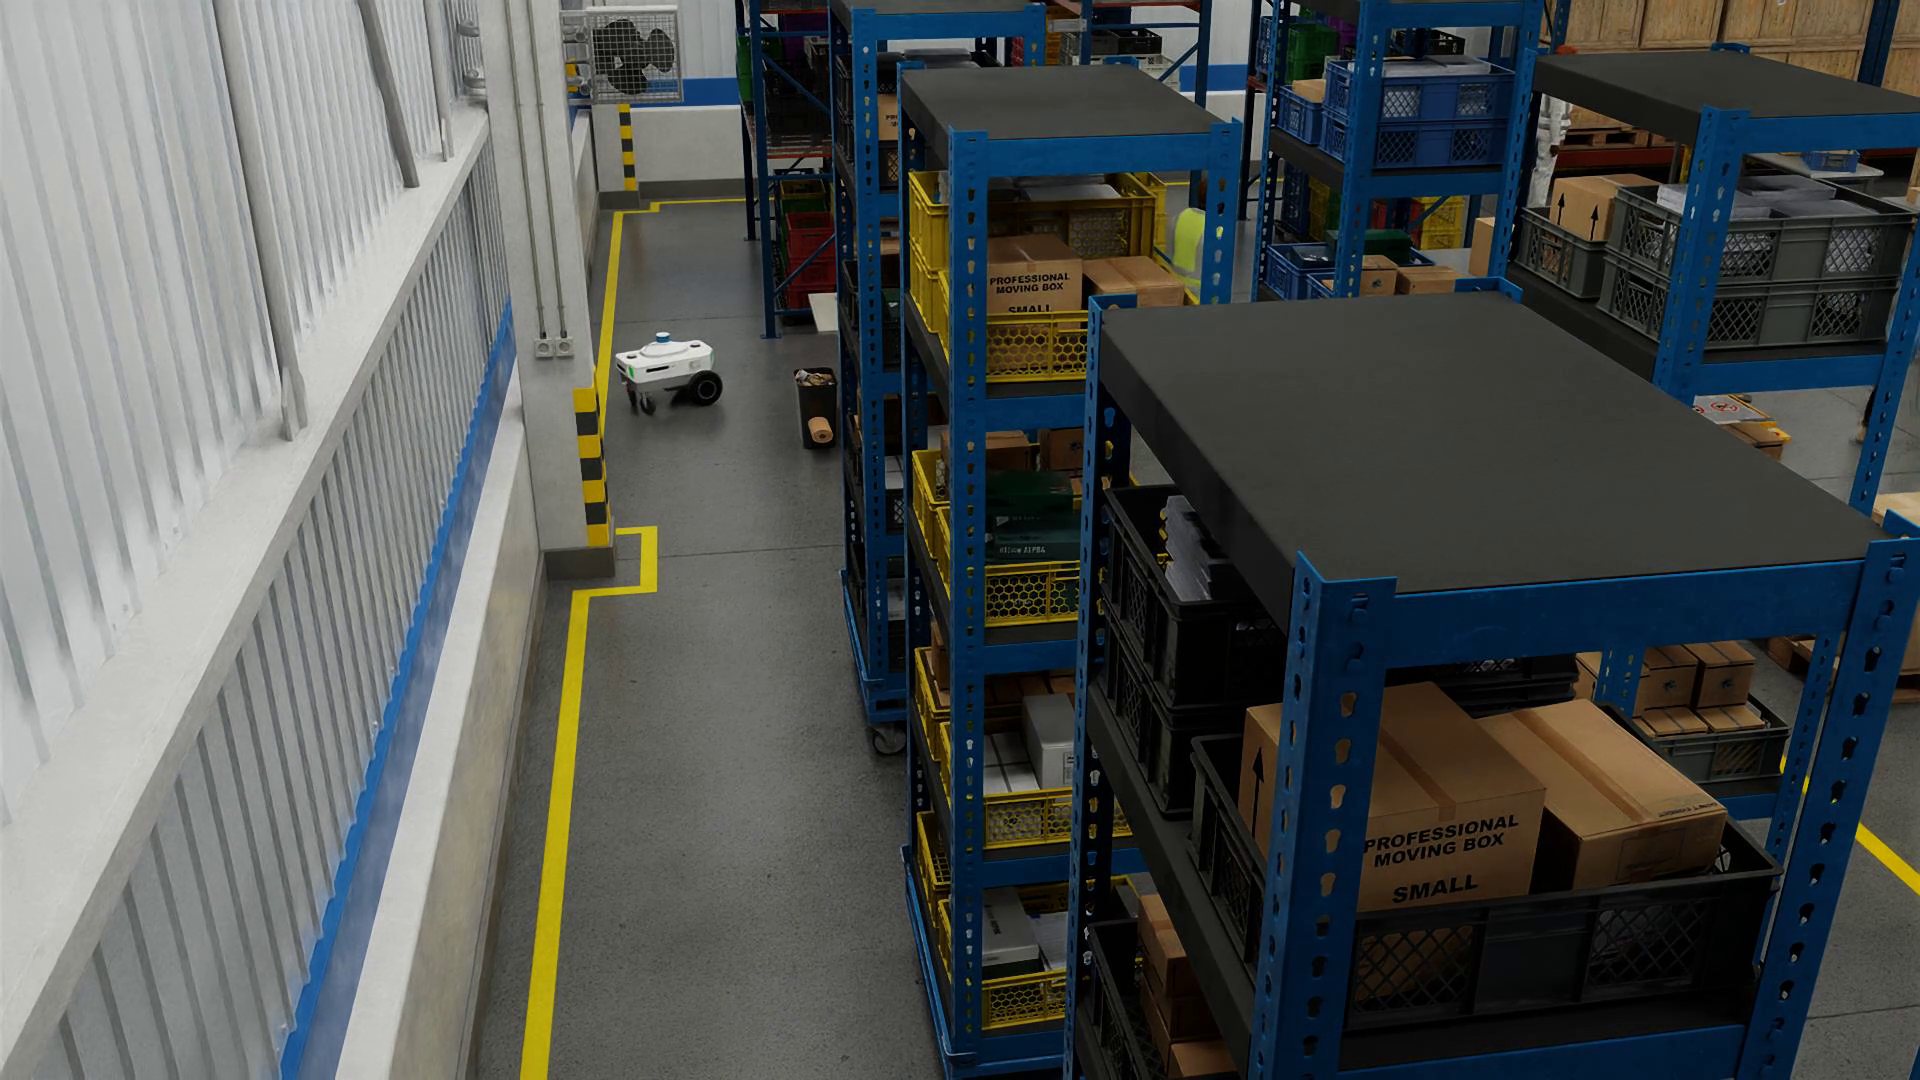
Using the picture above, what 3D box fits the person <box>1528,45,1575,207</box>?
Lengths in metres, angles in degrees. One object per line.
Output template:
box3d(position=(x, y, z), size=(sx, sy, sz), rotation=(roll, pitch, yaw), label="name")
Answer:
box3d(position=(6.284, -4.276, 17.646), size=(0.356, 1.884, 0.574), rotation=(5, 25, 10), label="person")

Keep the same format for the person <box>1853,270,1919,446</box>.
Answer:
box3d(position=(6.877, -1.448, 11.765), size=(0.850, 1.643, 0.538), rotation=(-7, 26, -14), label="person")

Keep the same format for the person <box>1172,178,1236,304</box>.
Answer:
box3d(position=(1.778, -1.761, 12.248), size=(0.431, 1.835, 0.641), rotation=(-13, 28, -27), label="person")

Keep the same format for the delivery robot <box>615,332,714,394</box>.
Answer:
box3d(position=(-2.264, -1.350, 12.754), size=(0.707, 0.478, 0.477), rotation=(-14, 28, -28), label="delivery robot")

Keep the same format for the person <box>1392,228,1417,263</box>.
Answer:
box3d(position=(2.666, -1.014, 10.489), size=(0.631, 1.940, 0.372), rotation=(16, 29, 31), label="person")

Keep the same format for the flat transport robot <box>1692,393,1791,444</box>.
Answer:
box3d(position=(5.224, -0.859, 12.132), size=(1.431, 0.197, 0.652), rotation=(-4, 25, -8), label="flat transport robot")
